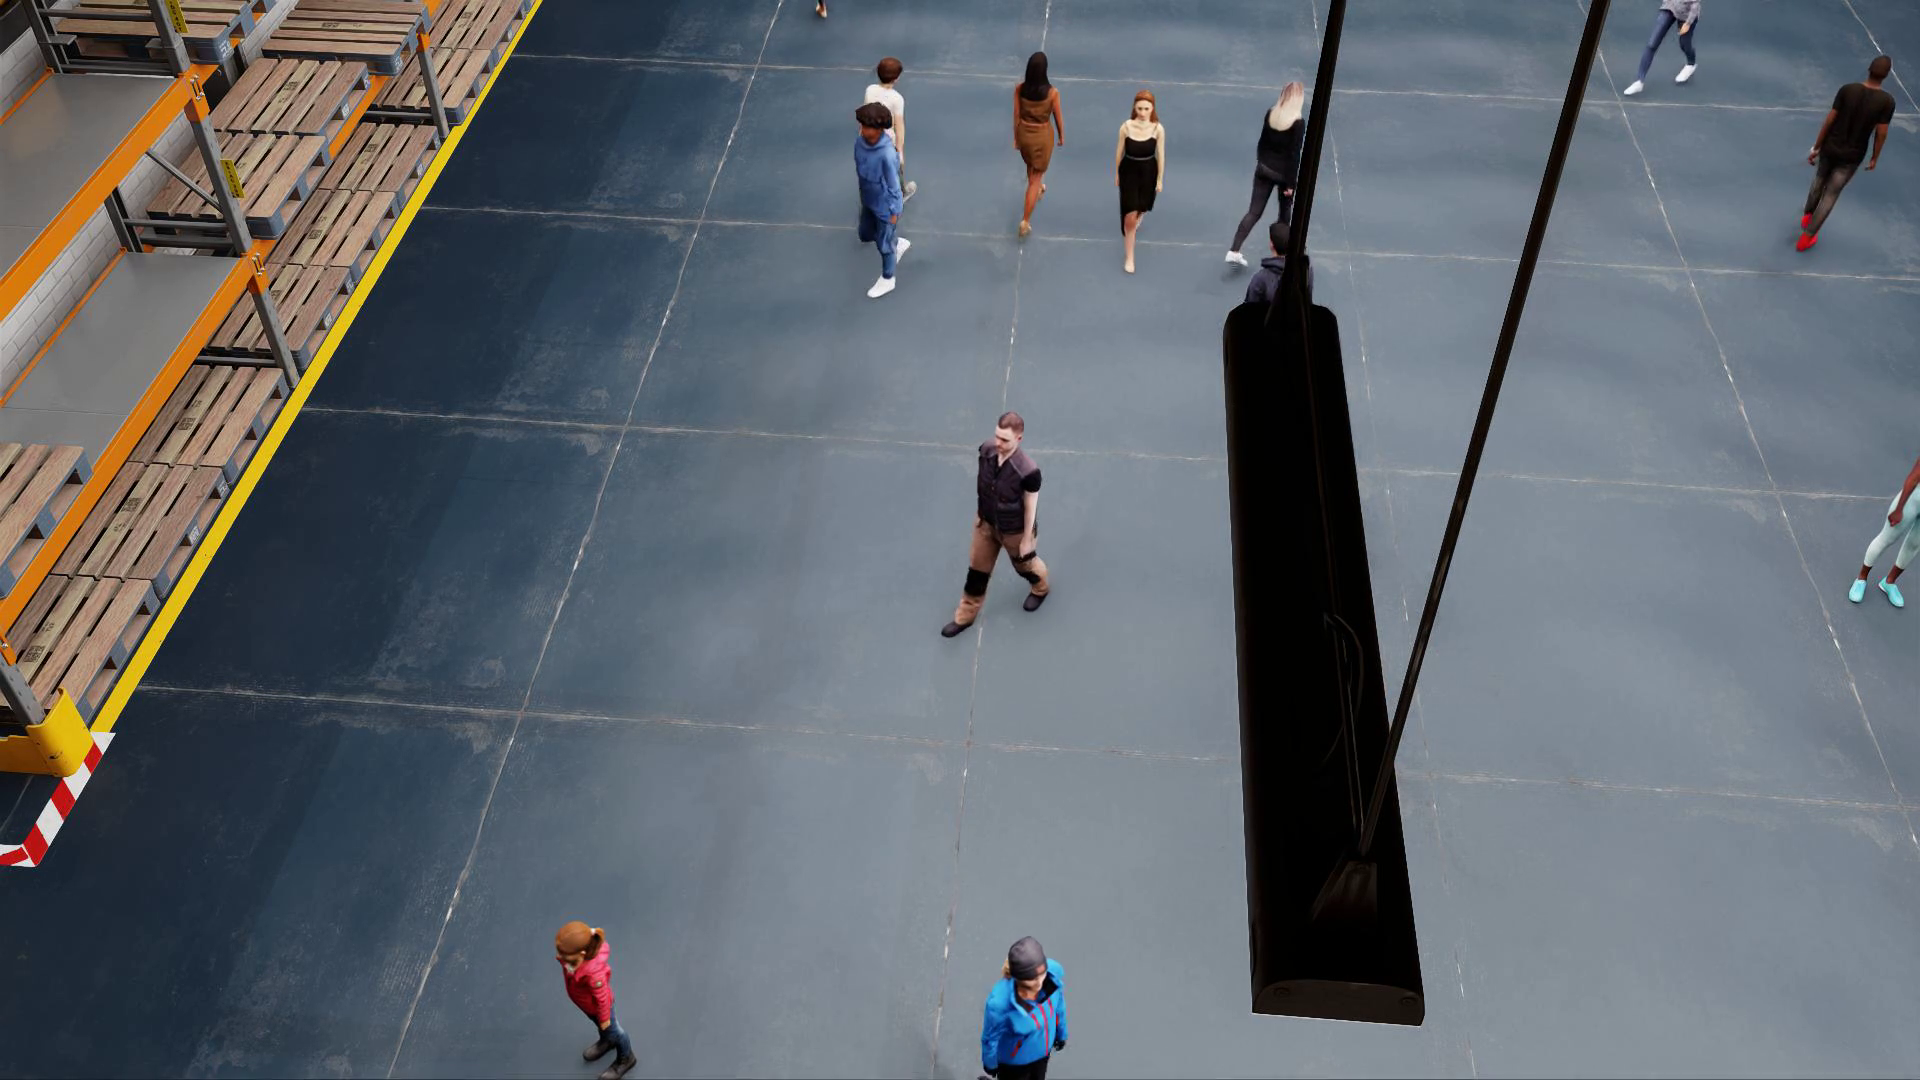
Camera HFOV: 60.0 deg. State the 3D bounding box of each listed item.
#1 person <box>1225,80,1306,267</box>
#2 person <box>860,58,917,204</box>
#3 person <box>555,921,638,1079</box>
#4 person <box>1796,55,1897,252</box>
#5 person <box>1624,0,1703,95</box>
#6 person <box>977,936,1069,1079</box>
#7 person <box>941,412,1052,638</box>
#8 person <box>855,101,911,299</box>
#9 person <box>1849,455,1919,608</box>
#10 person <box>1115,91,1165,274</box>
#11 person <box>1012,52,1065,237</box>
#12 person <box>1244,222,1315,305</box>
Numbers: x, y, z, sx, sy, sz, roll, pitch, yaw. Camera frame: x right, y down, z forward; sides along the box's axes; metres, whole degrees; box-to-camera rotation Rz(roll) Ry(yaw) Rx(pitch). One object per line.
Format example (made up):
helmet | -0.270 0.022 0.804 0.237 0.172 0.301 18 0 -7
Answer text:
person | 2.675 -3.108 14.419 1.103 1.629 1.243 34 53 30
person | -0.722 -3.452 14.803 0.990 1.598 1.257 18 47 18
person | -1.932 2.425 8.840 0.639 1.314 0.585 -33 53 -30
person | 7.694 -3.350 14.564 0.966 1.780 1.071 30 51 28
person | 7.280 -5.297 16.668 1.139 1.697 1.125 -27 50 -25
person | 0.267 2.498 8.418 0.796 1.791 0.857 -29 51 -27
person | 0.389 -0.154 11.194 1.103 1.801 1.227 33 53 30
person | -0.602 -2.910 14.094 0.971 1.790 0.911 -29 51 -27
person | 6.571 -0.241 11.341 0.553 1.725 0.527 5 44 5
person | 1.568 -3.214 14.558 0.560 1.591 1.035 3 44 3
person | 0.652 -3.485 14.807 0.756 1.640 1.135 13 45 13
person | 2.398 -1.458 12.539 1.083 1.832 1.288 -18 46 -18
